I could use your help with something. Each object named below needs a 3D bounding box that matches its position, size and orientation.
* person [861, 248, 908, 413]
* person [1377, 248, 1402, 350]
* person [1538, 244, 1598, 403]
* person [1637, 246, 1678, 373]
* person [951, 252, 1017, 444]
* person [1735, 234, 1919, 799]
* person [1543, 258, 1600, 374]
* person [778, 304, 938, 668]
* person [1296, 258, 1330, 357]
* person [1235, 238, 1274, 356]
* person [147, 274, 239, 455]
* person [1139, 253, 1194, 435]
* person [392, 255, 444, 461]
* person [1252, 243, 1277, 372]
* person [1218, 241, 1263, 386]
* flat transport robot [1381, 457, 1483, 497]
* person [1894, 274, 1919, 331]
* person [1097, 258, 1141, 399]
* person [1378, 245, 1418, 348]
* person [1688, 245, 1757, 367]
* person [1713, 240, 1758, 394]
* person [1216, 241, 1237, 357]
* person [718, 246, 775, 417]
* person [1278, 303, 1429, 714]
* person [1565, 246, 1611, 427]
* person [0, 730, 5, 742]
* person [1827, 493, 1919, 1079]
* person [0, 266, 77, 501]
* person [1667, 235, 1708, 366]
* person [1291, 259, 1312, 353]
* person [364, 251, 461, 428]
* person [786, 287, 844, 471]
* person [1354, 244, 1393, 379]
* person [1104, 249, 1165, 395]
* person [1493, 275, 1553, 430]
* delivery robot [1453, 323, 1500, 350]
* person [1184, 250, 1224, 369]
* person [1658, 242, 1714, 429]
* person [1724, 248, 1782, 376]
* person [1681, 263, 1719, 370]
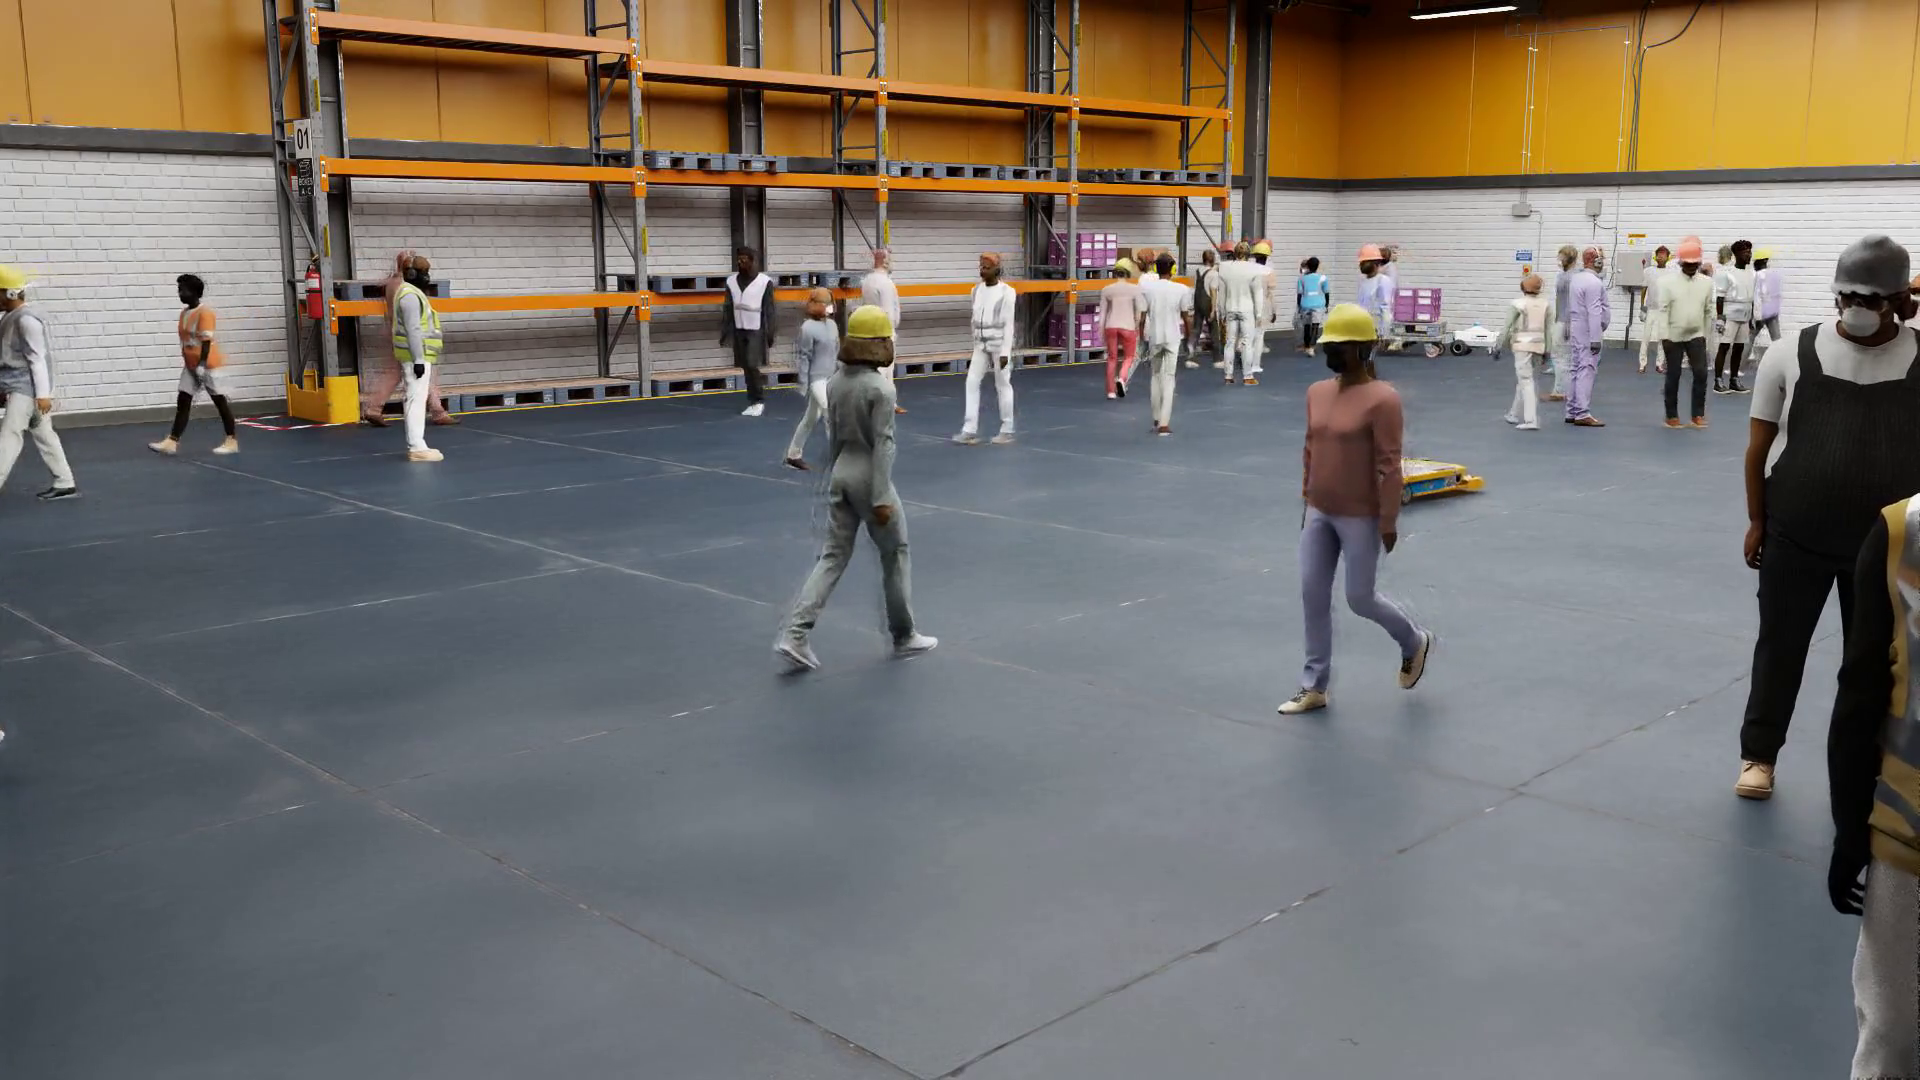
[{"bbox_3d":[-0.947,-2.330,18.689,0.721,1.883,0.639,-4,11,-23],"label":"person"},{"bbox_3d":[7.423,-4.230,29.296,0.974,1.785,0.645,-3,11,-14],"label":"person"},{"bbox_3d":[7.366,-2.601,20.056,0.568,1.919,0.642,3,11,16],"label":"person"},{"bbox_3d":[10.277,-3.379,24.469,0.521,1.861,0.335,3,11,17],"label":"person"},{"bbox_3d":[0.233,-1.824,16.008,0.608,1.850,0.830,10,14,43],"label":"person"},{"bbox_3d":[3.118,-0.056,5.849,0.672,2.000,0.536,4,11,23],"label":"person"},{"bbox_3d":[8.985,-3.311,24.281,0.875,1.801,0.598,-3,11,-16],"label":"person"},{"bbox_3d":[-0.500,-0.249,7.811,0.862,1.702,0.518,-9,14,-42],"label":"person"},{"bbox_3d":[5.896,-3.894,27.823,0.536,1.658,0.855,4,11,22],"label":"person"},{"bbox_3d":[4.968,-4.079,27.989,0.623,1.978,1.093,7,12,32],"label":"person"},{"bbox_3d":[-7.026,-1.580,15.170,0.552,1.654,0.835,8,13,37],"label":"person"},{"bbox_3d":[2.127,-2.010,17.061,0.535,1.842,0.809,3,11,18],"label":"person"},{"bbox_3d":[-4.881,-1.633,15.002,0.429,1.840,0.627,-4,11,-19],"label":"person"},{"bbox_3d":[4.406,-3.431,24.599,0.603,1.908,0.423,7,13,35],"label":"person"},{"bbox_3d":[3.782,-3.044,22.421,0.632,1.940,0.372,6,12,30],"label":"person"},{"bbox_3d":[3.385,-0.466,12.914,1.431,0.197,0.652,-9,14,-40],"label":"flat transport robot"},{"bbox_3d":[10.107,-2.004,17.580,0.279,1.633,0.499,-5,12,-27],"label":"person"},{"bbox_3d":[1.956,-2.589,20.450,0.589,1.745,0.492,4,11,19],"label":"person"},{"bbox_3d":[7.684,-4.348,29.790,1.018,1.847,0.643,8,13,39],"label":"person"},{"bbox_3d":[11.795,-3.588,25.623,1.100,1.877,0.623,8,13,37],"label":"person"},{"bbox_3d":[9.935,-2.851,21.293,0.611,1.966,0.362,-4,11,-20],"label":"person"},{"bbox_3d":[4.502,-4.011,27.727,0.412,1.921,0.561,-7,12,-32],"label":"person"},{"bbox_3d":[-2.391,-2.330,18.646,0.583,1.894,0.539,6,12,30],"label":"person"},{"bbox_3d":[1.694,-0.132,7.074,0.678,1.748,0.528,-7,12,-32],"label":"person"},{"bbox_3d":[6.714,-2.170,17.738,0.409,1.908,0.652,1,10,3],"label":"person"},{"bbox_3d":[-3.904,0.075,5.742,0.936,1.822,0.521,-9,14,-40],"label":"person"},{"bbox_3d":[1.871,0.579,2.951,0.624,1.836,0.430,7,12,33],"label":"person"},{"bbox_3d":[-7.133,-1.140,12.448,0.881,1.785,0.608,-8,13,-37],"label":"person"},{"bbox_3d":[11.281,-3.705,25.794,0.619,2.017,0.531,0,10,1],"label":"person"},{"bbox_3d":[5.949,-4.029,28.678,0.457,1.616,0.499,-6,12,-30],"label":"person"},{"bbox_3d":[-5.851,-2.110,17.538,0.958,1.869,0.647,-8,13,-38],"label":"person"},{"bbox_3d":[-1.170,-1.347,14.120,0.858,1.588,0.500,4,11,23],"label":"person"},{"bbox_3d":[4.486,-2.304,18.445,0.604,1.913,0.568,-3,11,-17],"label":"person"},{"bbox_3d":[2.281,-2.755,21.115,0.992,1.828,0.584,4,11,20],"label":"person"},{"bbox_3d":[5.897,-1.975,17.490,0.531,1.599,0.797,-4,11,-20],"label":"person"},{"bbox_3d":[8.658,-3.397,27.868,0.707,0.478,0.477,6,12,30],"label":"delivery robot"},{"bbox_3d":[3.738,-3.497,25.329,0.875,1.823,0.518,-9,14,-42],"label":"person"},{"bbox_3d":[7.536,-2.109,17.302,0.599,1.954,0.685,0,10,3],"label":"person"},{"bbox_3d":[11.519,-3.228,23.685,0.601,1.857,1.064,-5,12,-27],"label":"person"},{"bbox_3d":[11.103,-3.348,24.999,0.804,1.603,0.527,8,13,37],"label":"person"}]
